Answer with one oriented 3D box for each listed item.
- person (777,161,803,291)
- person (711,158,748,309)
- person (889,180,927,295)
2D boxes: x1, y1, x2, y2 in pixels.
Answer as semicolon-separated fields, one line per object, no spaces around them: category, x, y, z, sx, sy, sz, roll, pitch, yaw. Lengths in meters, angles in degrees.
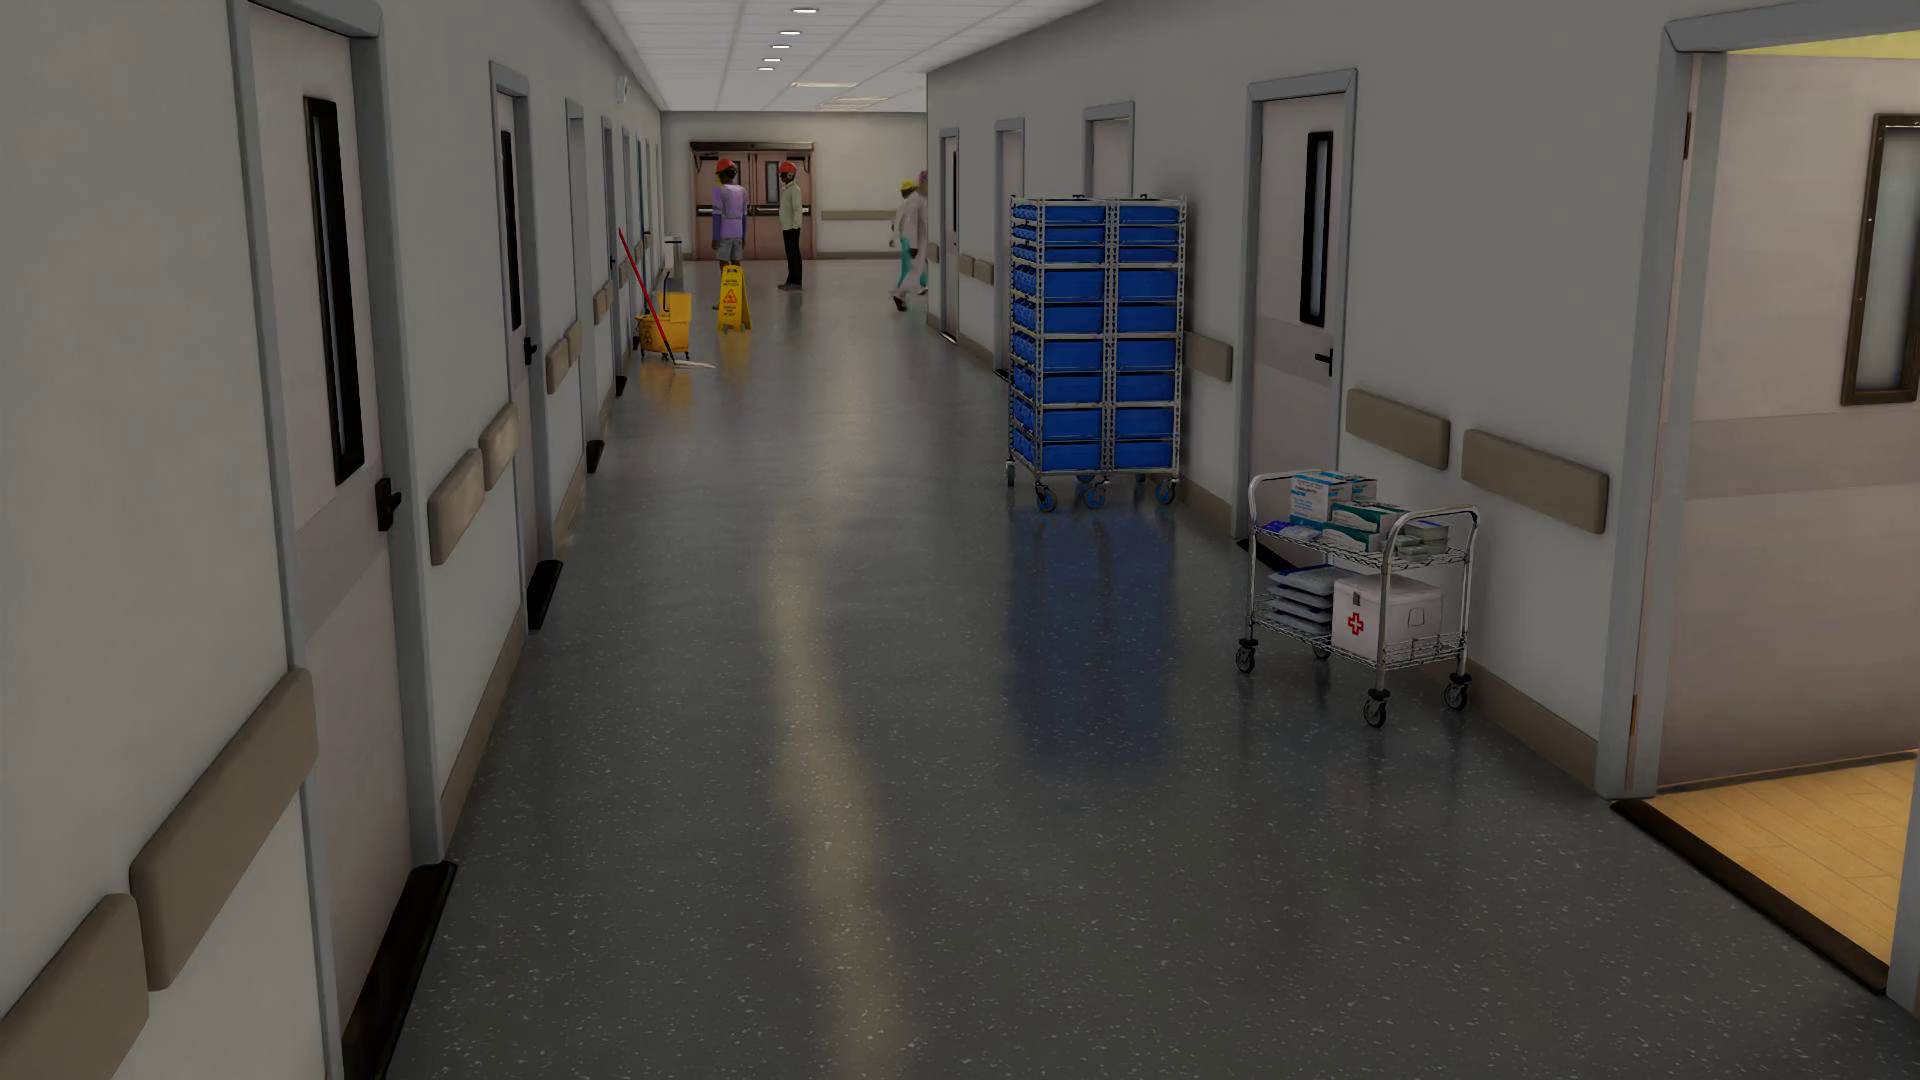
person;-2.659;-4.905;26.034;0.381;1.994;0.622;-5;14;-21
person;-3.152;-4.150;22.611;0.403;2.031;0.612;9;16;35
person;-0.743;-4.584;25.209;0.870;1.731;0.531;9;16;35
